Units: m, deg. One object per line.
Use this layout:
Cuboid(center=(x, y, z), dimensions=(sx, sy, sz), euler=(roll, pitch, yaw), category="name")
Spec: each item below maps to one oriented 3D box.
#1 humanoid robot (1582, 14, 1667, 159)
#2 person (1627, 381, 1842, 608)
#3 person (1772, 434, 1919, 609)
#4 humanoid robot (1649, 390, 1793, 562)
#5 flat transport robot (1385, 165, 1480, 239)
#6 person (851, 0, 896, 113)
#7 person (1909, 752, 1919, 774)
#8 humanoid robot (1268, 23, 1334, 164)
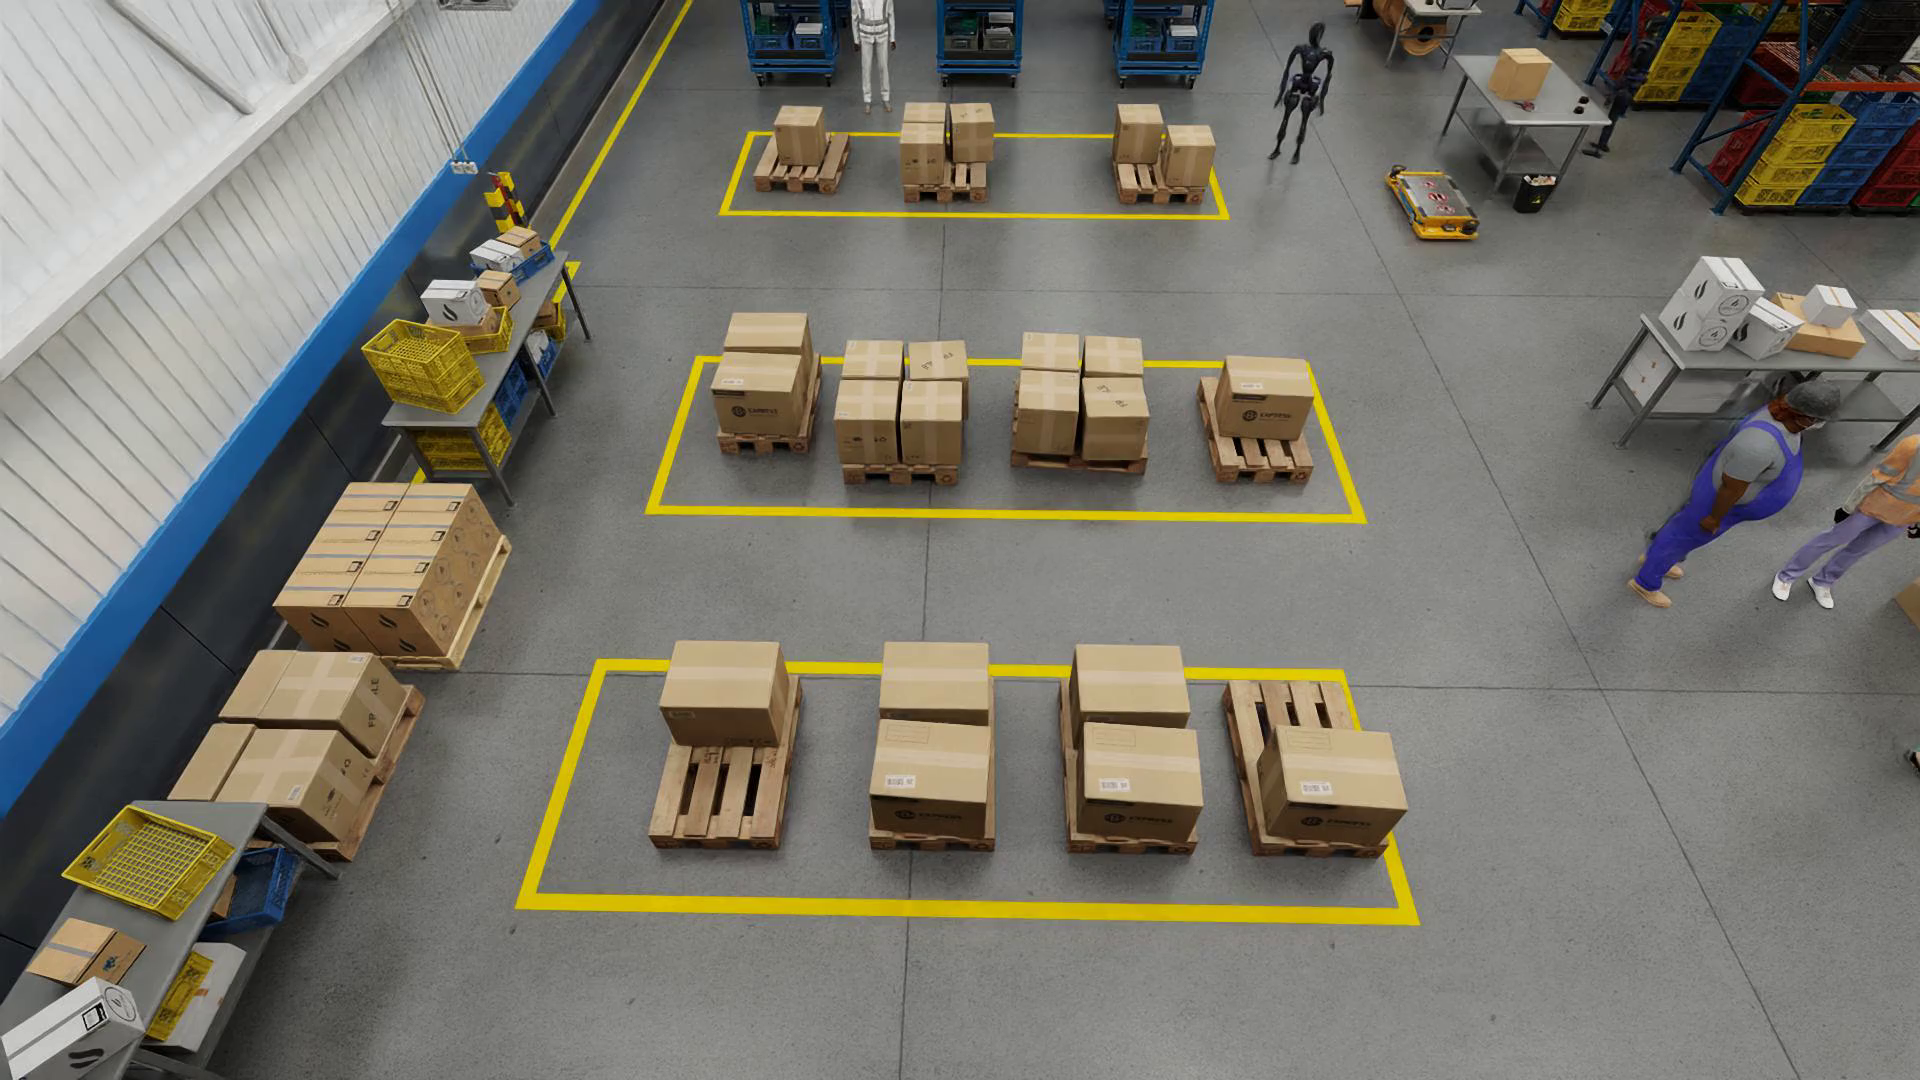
Cuboid(center=(8.394, -5.700, 11.538), dimensions=(0.354, 1.645, 0.584), euler=(36, 58, 27), category="humanoid robot")
Cuboid(center=(5.616, -0.324, 6.643), dimensions=(0.538, 2.000, 0.682), euler=(34, 57, 26), category="person")
Cuboid(center=(6.733, -0.218, 6.625), dimensions=(0.586, 1.927, 0.360), euler=(11, 50, 10), category="person")
Cuboid(center=(5.939, -0.474, 7.014), dimensions=(0.432, 1.651, 0.591), euler=(30, 55, 23), category="humanoid robot")
Cuboid(center=(5.692, -4.094, 11.059), dimensions=(0.652, 0.197, 1.431), euler=(1, 49, 1), category="flat transport robot")
Cuboid(center=(-1.149, -6.729, 12.289), dimensions=(0.573, 1.884, 0.355), euler=(-7, 50, -6), category="person")
Cuboid(center=(6.682, 1.059, 5.636), dimensions=(0.376, 1.749, 0.538), euler=(35, 58, 27), category="person")
Cuboid(center=(4.265, -5.525, 11.385), dimensions=(0.637, 1.649, 0.326), euler=(19, 52, 16), category="humanoid robot")
